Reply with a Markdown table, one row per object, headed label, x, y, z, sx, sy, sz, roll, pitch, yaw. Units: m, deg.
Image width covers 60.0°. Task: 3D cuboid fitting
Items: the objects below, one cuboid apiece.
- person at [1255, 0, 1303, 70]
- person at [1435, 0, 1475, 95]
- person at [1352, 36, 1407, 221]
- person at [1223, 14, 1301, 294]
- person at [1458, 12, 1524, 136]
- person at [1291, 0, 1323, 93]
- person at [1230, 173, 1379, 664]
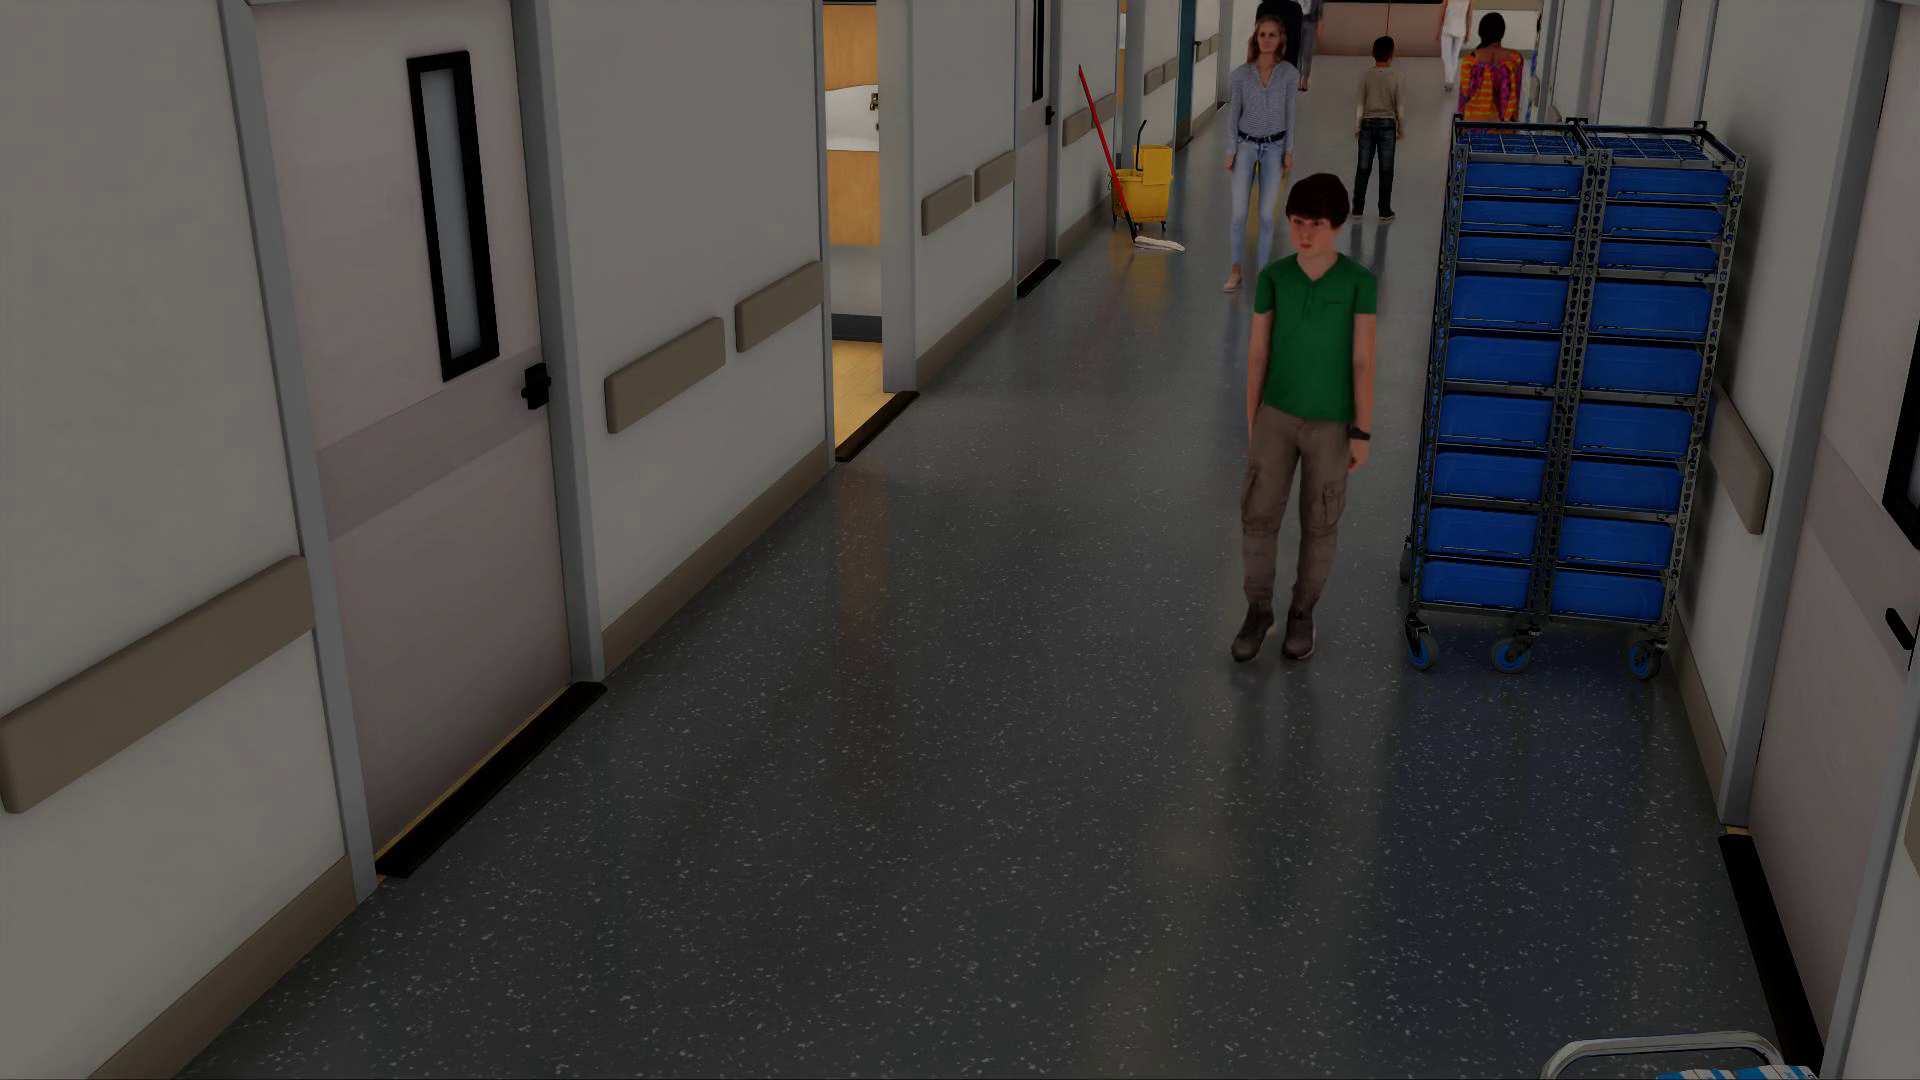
| label | x | y | z | sx | sy | sz | roll | pitch | yaw |
| --- | --- | --- | --- | --- | --- | --- | --- | --- | --- |
| person | 3.153 | -4.736 | 16.649 | 0.762 | 1.892 | 0.788 | -8 | 22 | -21 |
| person | 6.811 | -6.990 | 22.957 | 0.755 | 1.639 | 1.107 | 1 | 21 | 3 |
| person | 3.436 | -3.380 | 13.672 | 0.579 | 1.464 | 0.532 | 8 | 22 | 21 |
| person | 1.974 | -2.534 | 10.970 | 0.607 | 1.796 | 0.580 | 4 | 21 | 11 |
| person | 4.215 | -3.346 | 13.299 | 0.683 | 1.650 | 1.062 | 7 | 22 | 18 |
| person | 4.817 | -7.117 | 23.274 | 0.667 | 1.651 | 0.752 | 9 | 22 | 22 |
| person | 1.180 | -0.411 | 5.584 | 0.594 | 1.641 | 0.651 | 7 | 22 | 17 |
